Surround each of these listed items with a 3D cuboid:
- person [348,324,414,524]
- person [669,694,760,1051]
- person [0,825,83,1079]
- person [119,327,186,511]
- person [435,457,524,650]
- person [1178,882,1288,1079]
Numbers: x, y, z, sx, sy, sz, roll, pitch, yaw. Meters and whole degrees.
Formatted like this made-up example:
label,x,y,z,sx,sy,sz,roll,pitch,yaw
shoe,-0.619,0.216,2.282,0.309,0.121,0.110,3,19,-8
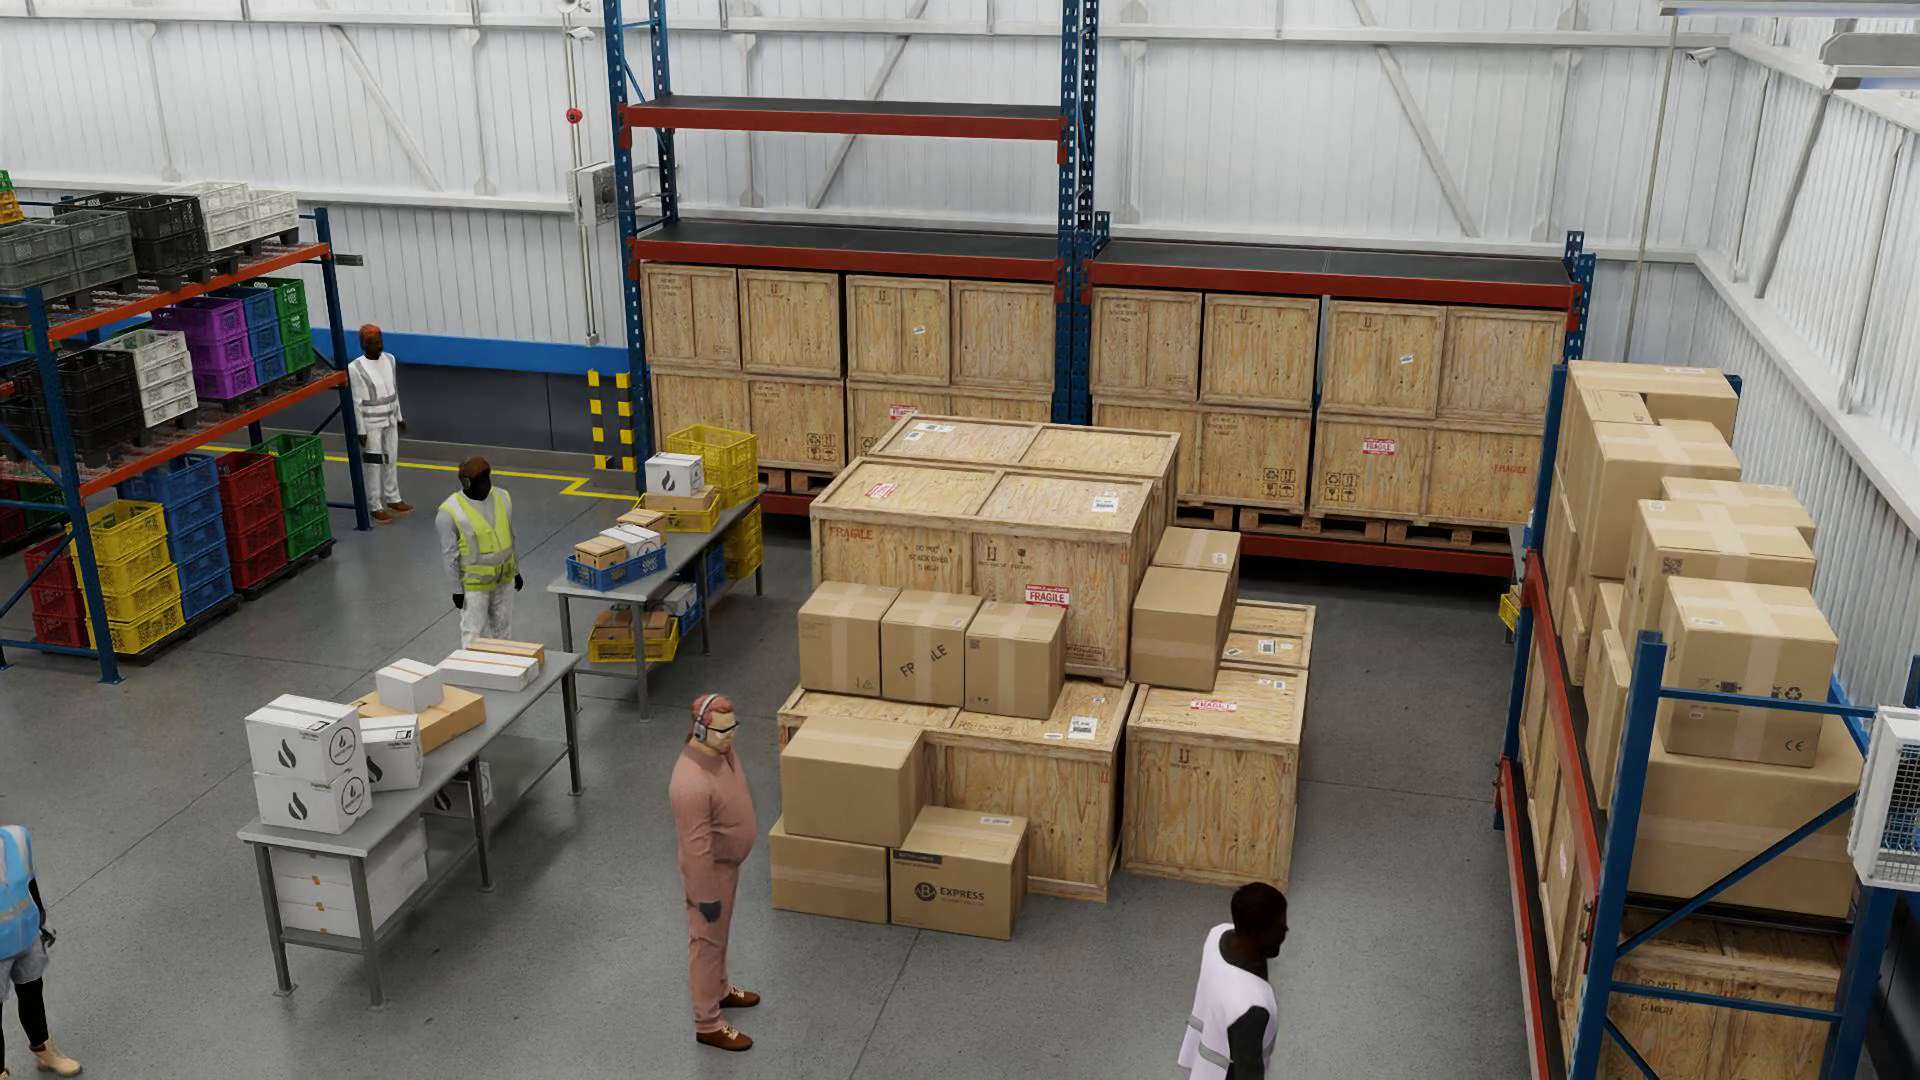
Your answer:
label,x,y,z,sx,sy,sz,roll,pitch,yaw
person,-5.463,-1.105,15.658,0.337,1.879,0.585,9,23,22
person,-1.221,1.650,8.424,0.402,1.904,0.639,1,21,2
person,-4.594,1.931,7.970,0.318,1.697,0.535,8,22,20
person,-7.529,-1.009,15.416,0.353,1.896,0.813,16,26,35
person,-3.439,0.282,12.082,0.429,1.847,0.627,15,26,34
person,1.105,2.246,6.864,0.387,1.909,0.585,-2,21,-5
